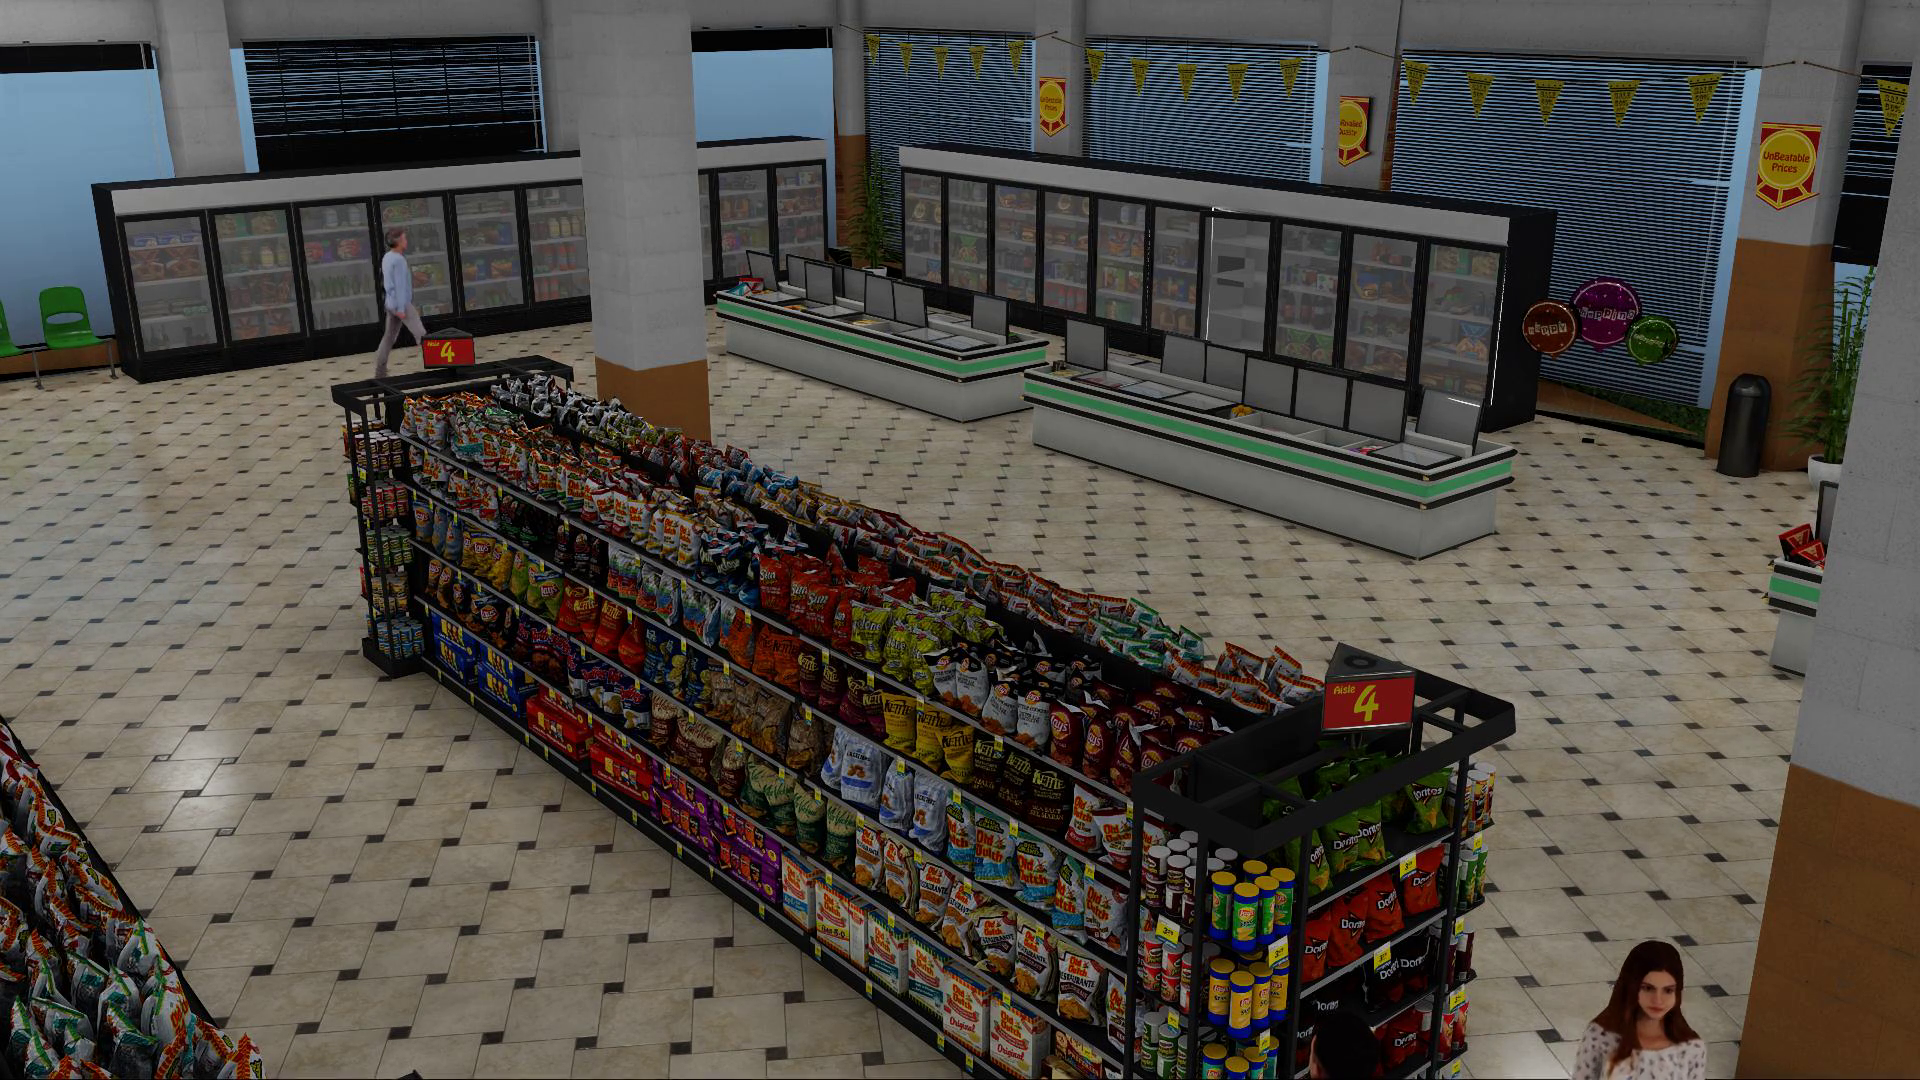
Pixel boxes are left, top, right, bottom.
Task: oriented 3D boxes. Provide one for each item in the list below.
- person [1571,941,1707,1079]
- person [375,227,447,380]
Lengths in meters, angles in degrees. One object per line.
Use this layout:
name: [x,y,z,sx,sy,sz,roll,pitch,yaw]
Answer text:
person: [2.228,2.085,5.648,1.082,1.692,1.027,6,19,16]
person: [-6.705,-2.705,19.629,0.796,1.836,1.174,-13,22,-33]
